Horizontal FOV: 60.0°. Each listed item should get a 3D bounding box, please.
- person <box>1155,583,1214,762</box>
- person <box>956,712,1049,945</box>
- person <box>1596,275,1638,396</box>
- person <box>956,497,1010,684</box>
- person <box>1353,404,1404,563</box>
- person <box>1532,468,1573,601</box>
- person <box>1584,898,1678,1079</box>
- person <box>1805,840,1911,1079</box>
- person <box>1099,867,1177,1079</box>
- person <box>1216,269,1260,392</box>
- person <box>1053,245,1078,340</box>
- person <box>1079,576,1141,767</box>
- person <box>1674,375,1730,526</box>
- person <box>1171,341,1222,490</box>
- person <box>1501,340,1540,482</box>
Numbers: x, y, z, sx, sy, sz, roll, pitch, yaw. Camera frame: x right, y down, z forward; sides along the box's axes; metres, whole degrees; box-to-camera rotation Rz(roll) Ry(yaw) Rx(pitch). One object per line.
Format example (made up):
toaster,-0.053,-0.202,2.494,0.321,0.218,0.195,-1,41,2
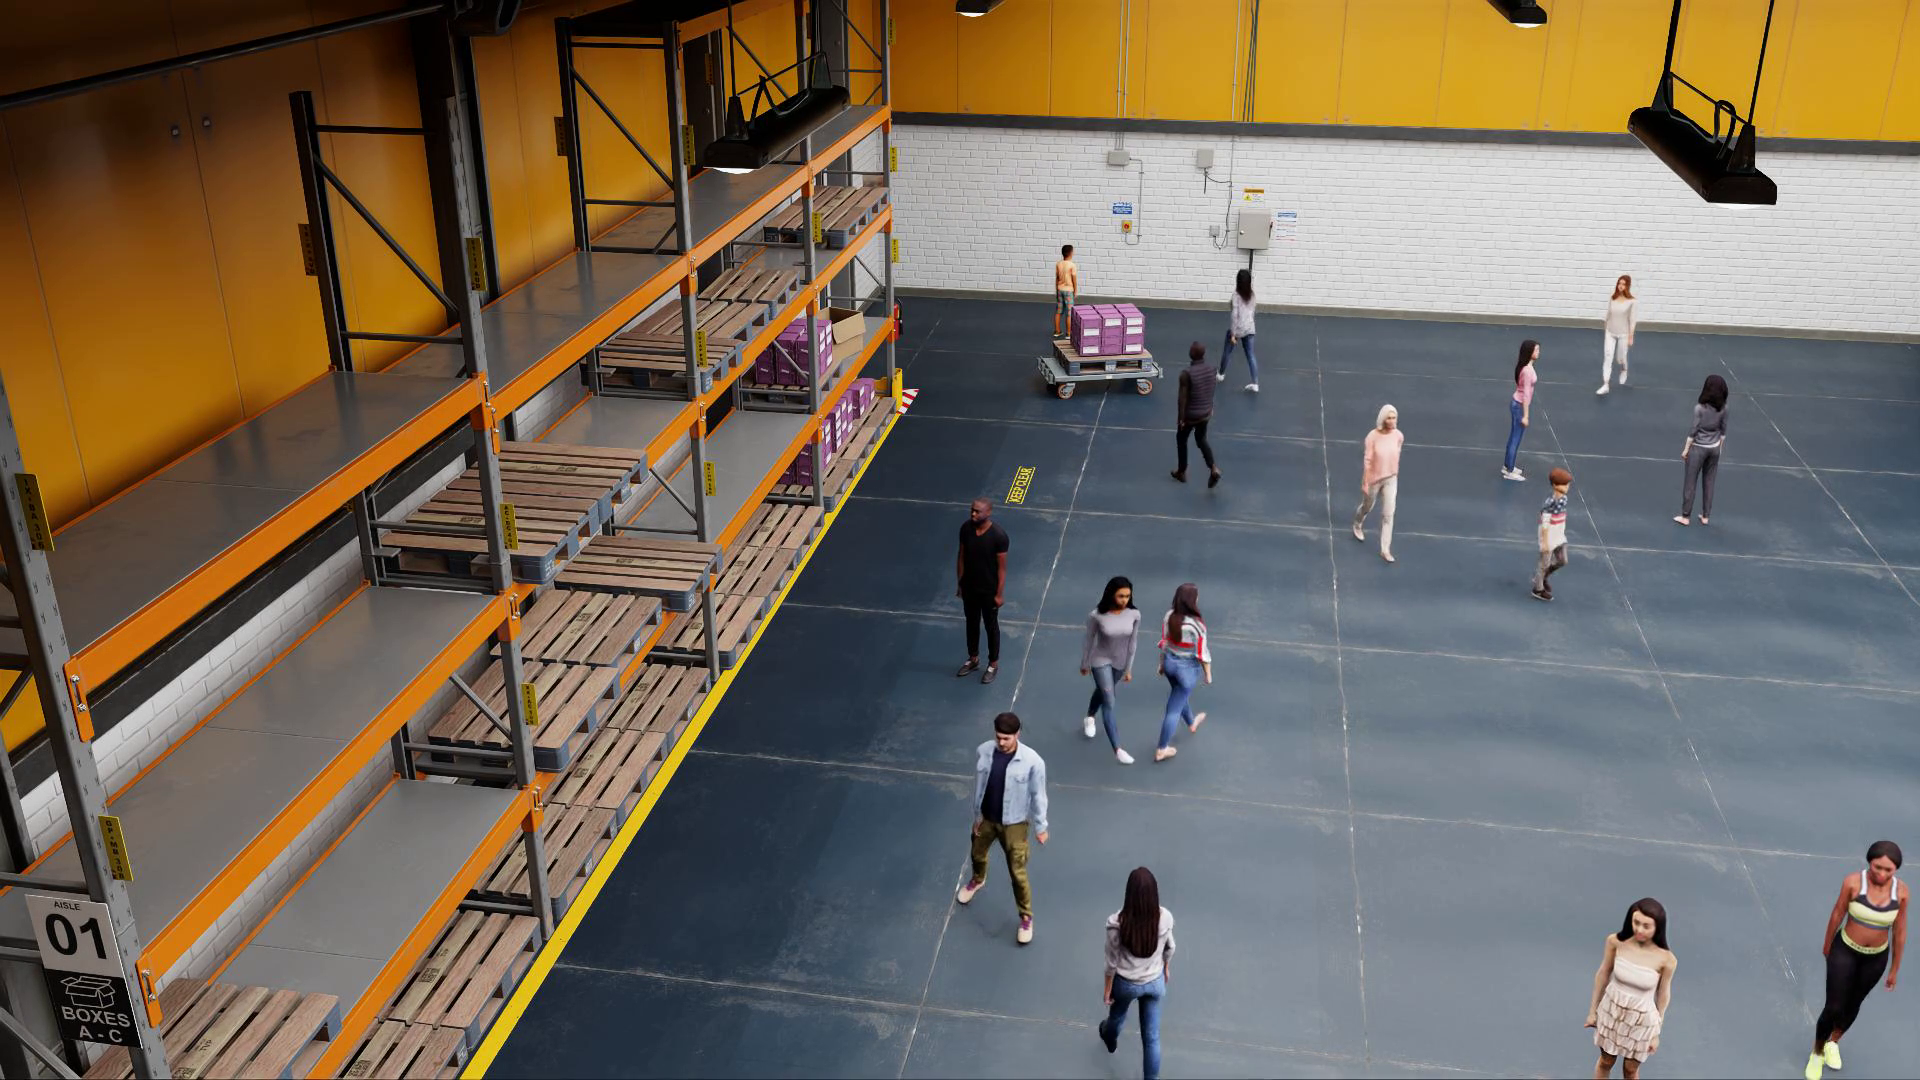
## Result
person,1.829,1.147,14.180,1.105,1.575,0.980,-21,31,-40
person,0.338,2.012,11.930,1.006,1.792,0.918,11,26,24
person,9.230,-2.874,23.228,0.889,1.696,1.016,22,32,40
person,0.207,0.440,15.493,0.743,1.819,0.701,14,27,29
person,4.561,-0.678,18.219,0.910,1.684,1.226,-5,24,-11
person,6.050,-0.071,17.150,0.638,1.429,0.700,-17,29,-34
person,4.015,2.889,9.994,0.657,1.736,0.658,16,28,32
person,5.734,2.613,10.623,0.605,1.737,0.715,7,25,16
person,1.135,2.823,10.325,0.842,1.592,1.078,-4,24,-9
person,3.995,-2.888,23.285,1.101,1.676,1.258,-11,26,-24
person,1.635,-3.853,25.762,0.577,1.460,0.574,14,27,29
person,1.236,1.050,14.292,0.975,1.664,1.256,-5,24,-12
person,8.455,-1.021,18.906,0.650,1.763,0.597,-2,24,-4
person,2.864,-1.478,19.887,1.091,1.814,1.208,-12,27,-26
person,6.835,-1.610,20.278,0.644,1.742,0.464,6,24,13
